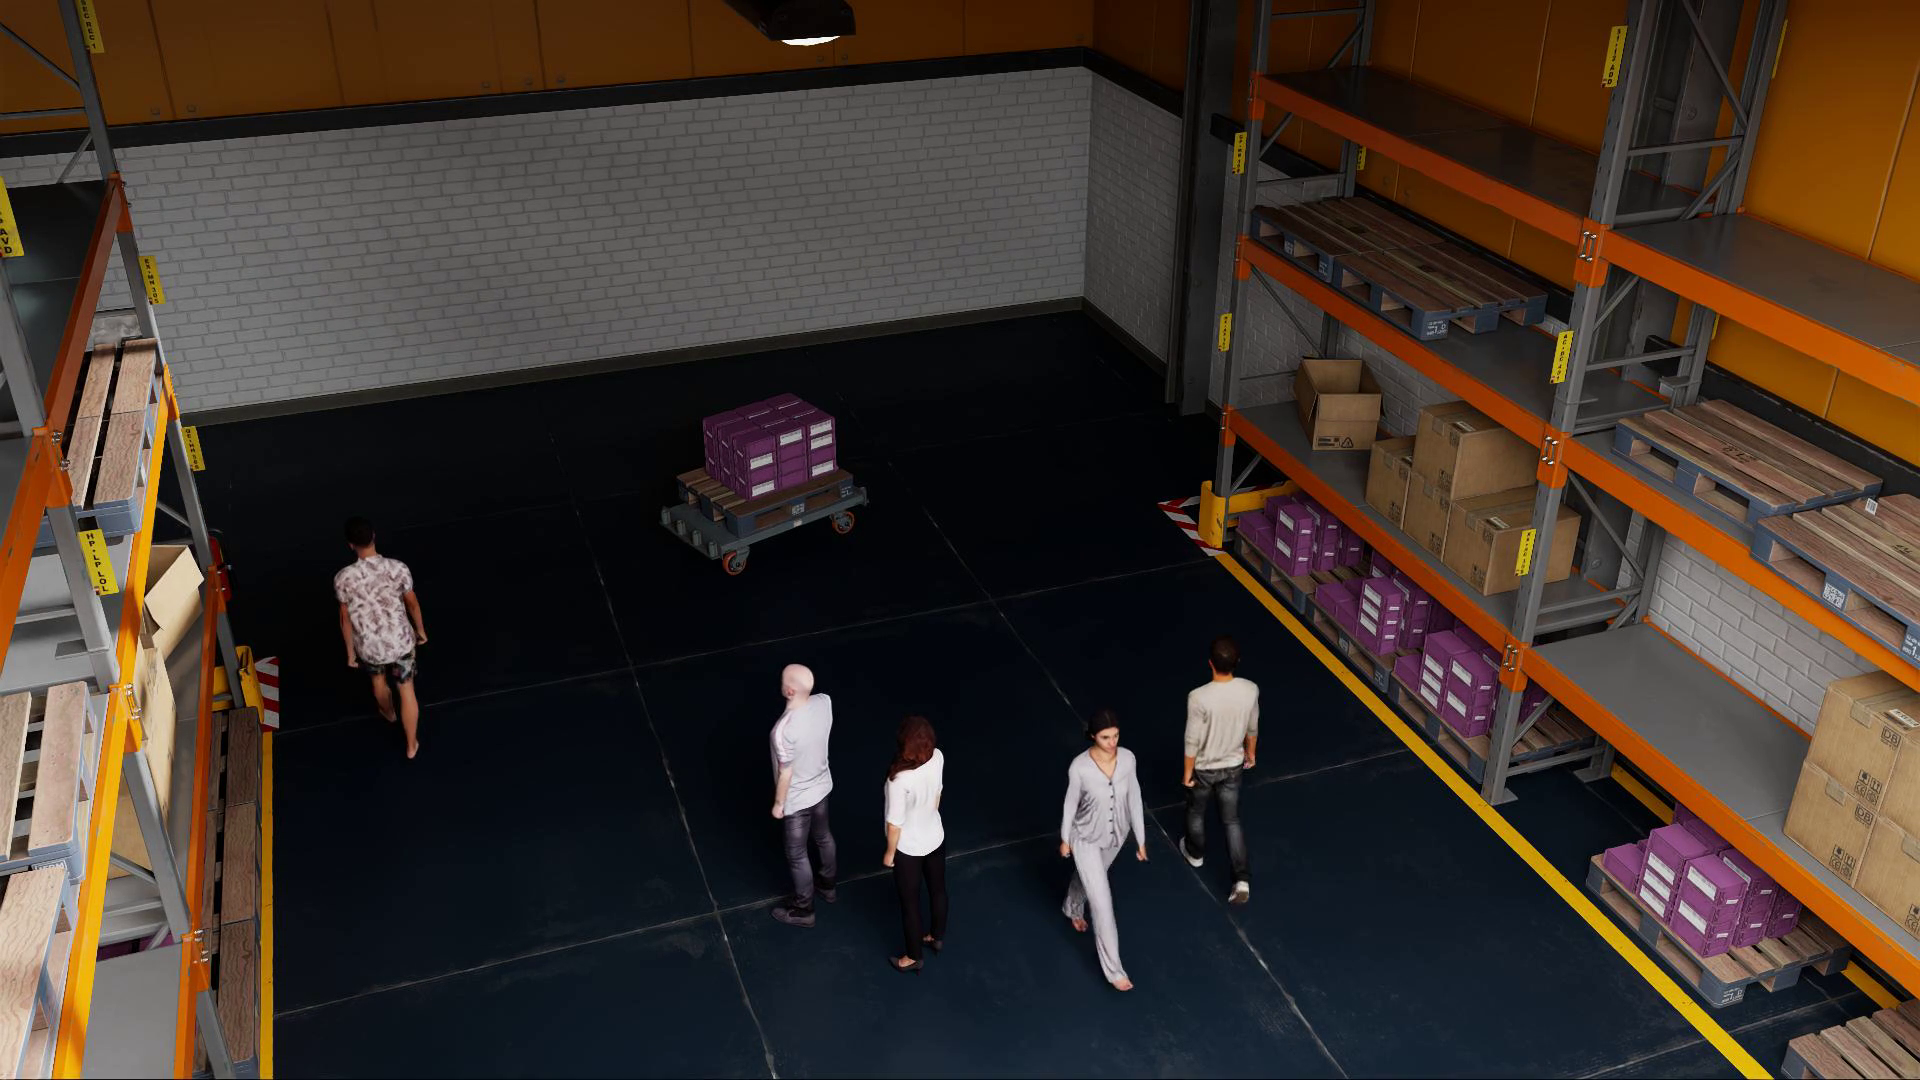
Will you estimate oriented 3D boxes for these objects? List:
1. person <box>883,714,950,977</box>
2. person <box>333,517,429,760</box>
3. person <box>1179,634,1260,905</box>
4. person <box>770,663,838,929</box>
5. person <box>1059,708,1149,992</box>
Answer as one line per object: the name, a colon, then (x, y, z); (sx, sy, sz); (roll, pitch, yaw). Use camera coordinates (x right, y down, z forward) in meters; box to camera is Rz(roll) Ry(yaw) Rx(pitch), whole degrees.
person: (-0.236, 1.764, 9.642); (0.686, 1.797, 0.684); (22, 36, 35)
person: (-3.983, 0.736, 11.540); (0.711, 1.783, 0.980); (-10, 30, -18)
person: (1.623, 1.434, 10.256); (0.715, 1.787, 1.081); (-7, 29, -13)
person: (-0.943, 1.520, 10.051); (0.797, 1.833, 0.754); (15, 32, 26)
person: (0.783, 1.709, 9.817); (0.660, 1.725, 1.099); (-12, 31, -21)
